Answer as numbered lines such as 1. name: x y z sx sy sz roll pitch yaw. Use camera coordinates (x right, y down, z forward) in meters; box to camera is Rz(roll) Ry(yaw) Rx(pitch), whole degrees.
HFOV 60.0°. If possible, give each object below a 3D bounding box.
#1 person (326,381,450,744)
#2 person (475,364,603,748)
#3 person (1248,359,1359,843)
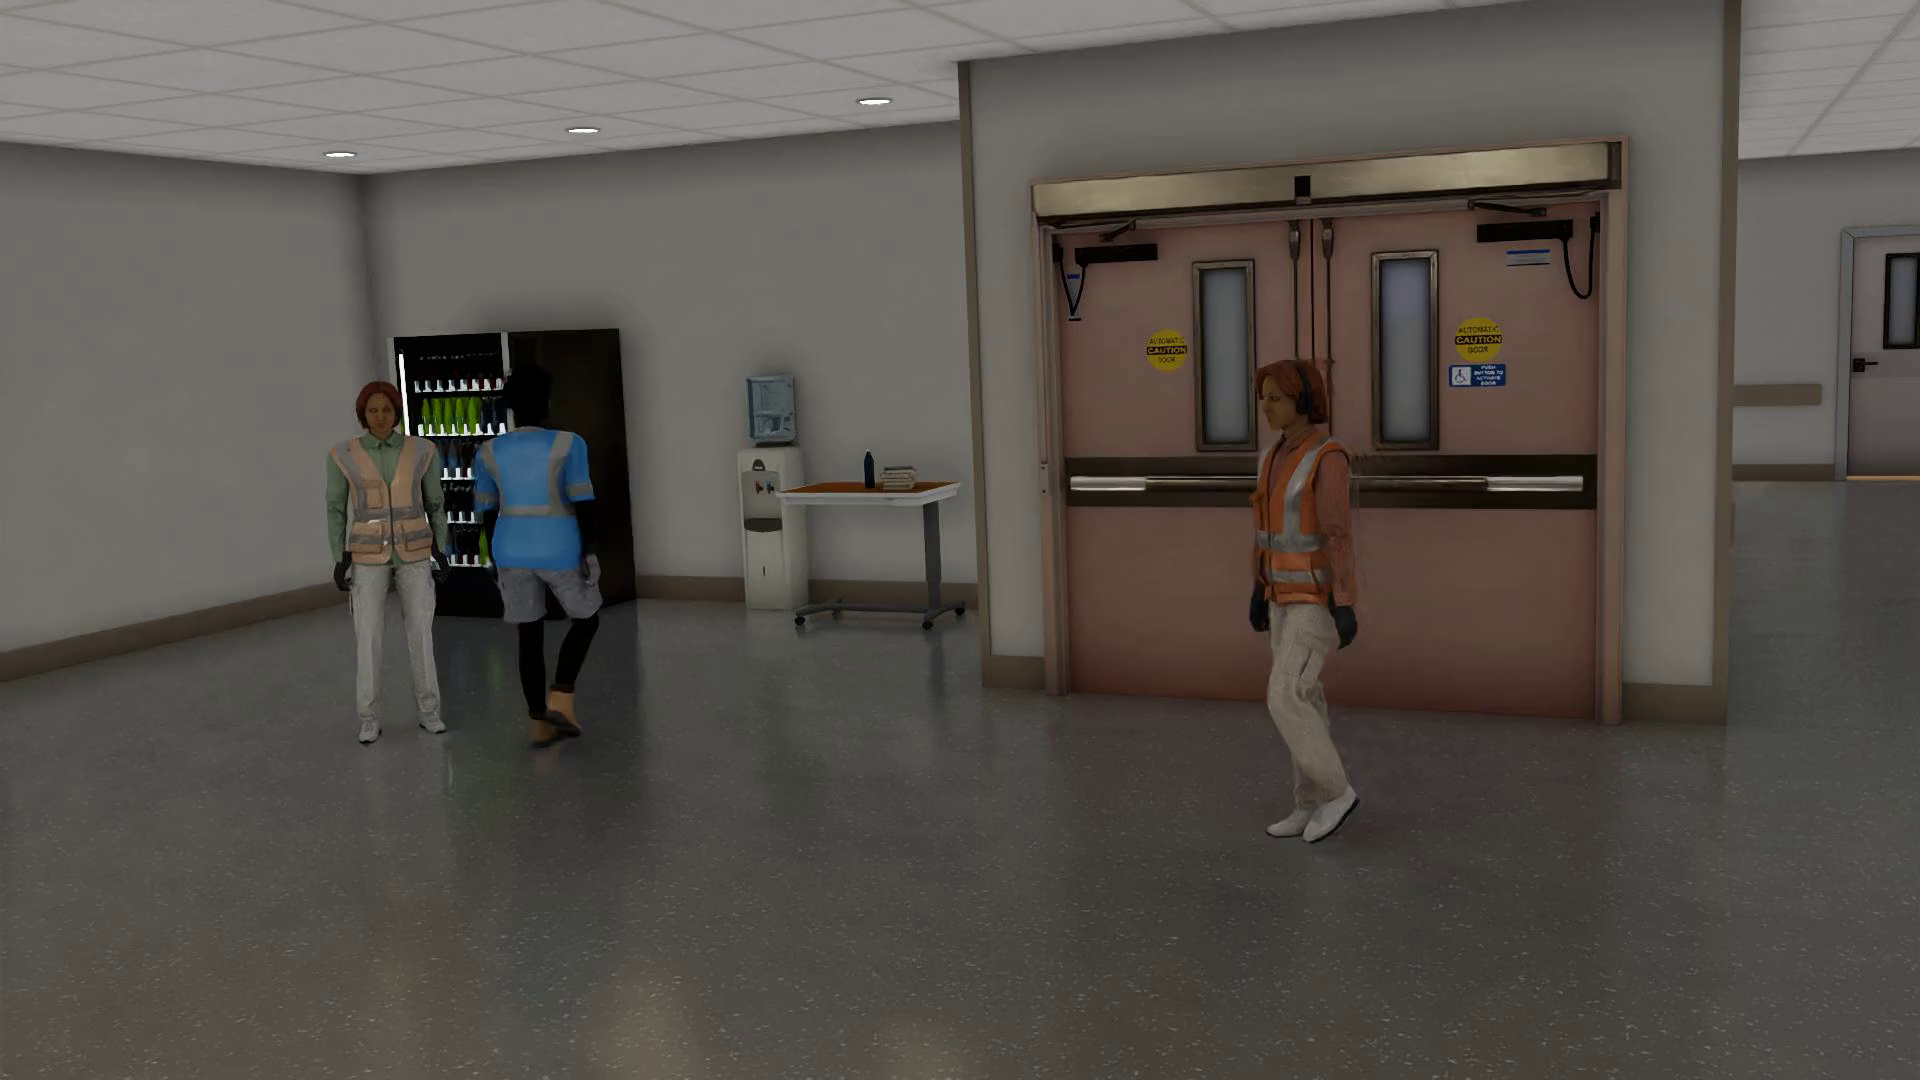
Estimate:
1. person: -2.596 0.096 7.589 0.523 1.636 0.310 -6 8 -24
2. person: -1.832 0.076 7.284 0.556 1.683 0.369 -1 7 9
3. person: 1.123 0.211 5.566 0.375 1.624 0.548 -4 8 -14
